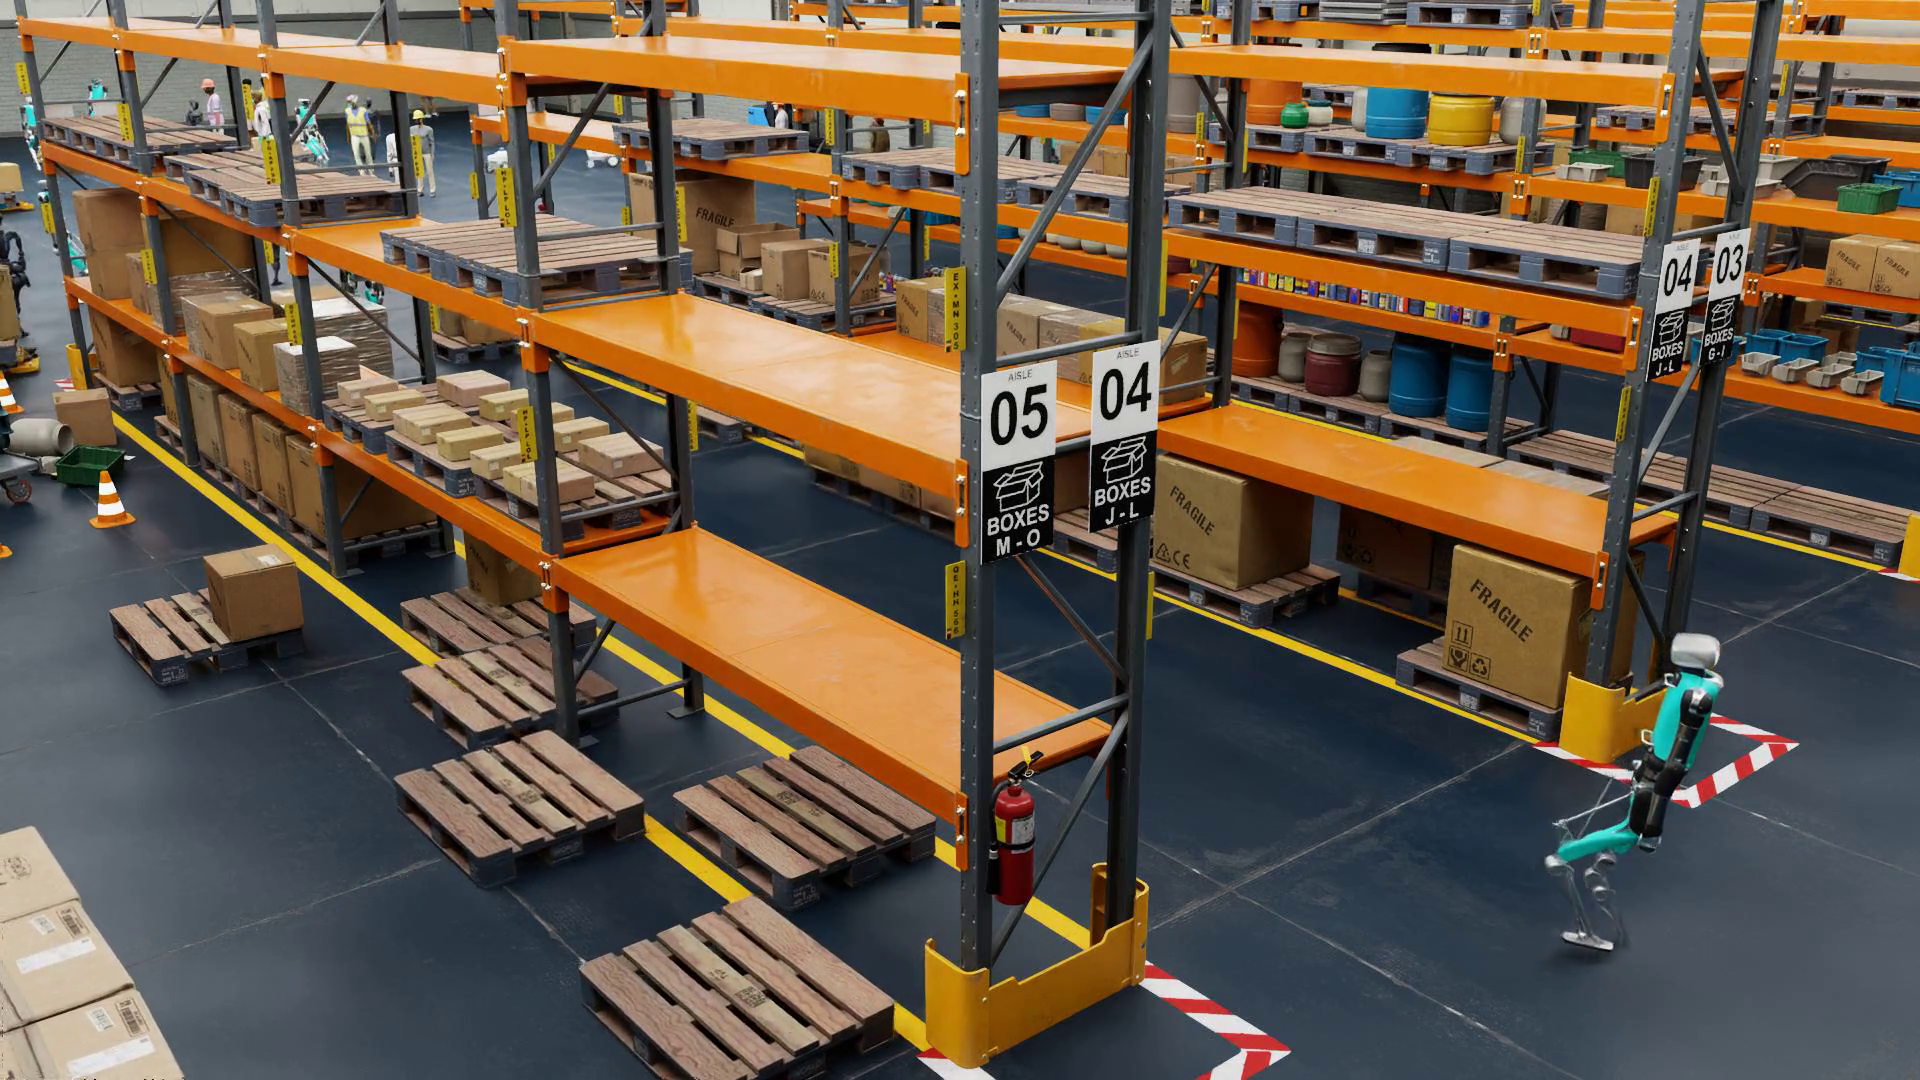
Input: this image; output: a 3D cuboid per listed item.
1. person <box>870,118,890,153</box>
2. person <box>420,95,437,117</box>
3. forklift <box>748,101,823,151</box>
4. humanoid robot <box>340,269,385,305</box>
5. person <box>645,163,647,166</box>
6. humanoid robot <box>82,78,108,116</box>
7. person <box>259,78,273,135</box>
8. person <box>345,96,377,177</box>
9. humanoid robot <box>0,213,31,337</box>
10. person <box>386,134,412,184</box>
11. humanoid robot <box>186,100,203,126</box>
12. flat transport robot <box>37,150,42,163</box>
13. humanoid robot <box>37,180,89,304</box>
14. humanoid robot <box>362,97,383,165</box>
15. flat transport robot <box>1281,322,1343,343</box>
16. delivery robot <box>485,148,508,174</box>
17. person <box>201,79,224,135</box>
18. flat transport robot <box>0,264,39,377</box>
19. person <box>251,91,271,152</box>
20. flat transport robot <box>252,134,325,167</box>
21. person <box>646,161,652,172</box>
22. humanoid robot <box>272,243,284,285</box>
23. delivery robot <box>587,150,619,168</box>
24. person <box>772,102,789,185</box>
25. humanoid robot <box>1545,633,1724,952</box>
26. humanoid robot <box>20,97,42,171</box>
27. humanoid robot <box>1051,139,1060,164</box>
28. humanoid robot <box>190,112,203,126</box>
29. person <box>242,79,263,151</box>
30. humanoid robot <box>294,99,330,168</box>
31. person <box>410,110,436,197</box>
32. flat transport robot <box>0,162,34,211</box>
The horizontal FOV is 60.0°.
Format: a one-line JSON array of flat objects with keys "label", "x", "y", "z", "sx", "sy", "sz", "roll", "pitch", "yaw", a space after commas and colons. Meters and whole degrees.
[{"label": "person", "x": -1.696, "y": -8.104, "z": 34.769, "sx": 0.548, "sy": 1.746, "sz": 0.555, "roll": -17, "pitch": 26, "yaw": -40}, {"label": "person", "x": -16.537, "y": -14.022, "z": 51.450, "sx": 0.441, "sy": 1.857, "sz": 0.695, "roll": 8, "pitch": 21, "yaw": 22}, {"label": "forklift", "x": -4.526, "y": -11.368, "z": 42.374, "sx": 1.129, "sy": 2.768, "sz": 1.873, "roll": -15, "pitch": 24, "yaw": -37}, {"label": "humanoid robot", "x": -7.362, "y": -2.979, "z": 20.371, "sx": 0.537, "sy": 1.892, "sz": 0.716, "roll": -16, "pitch": 25, "yaw": -37}, {"label": "person", "x": -6.042, "y": -7.546, "z": 33.189, "sx": 0.481, "sy": 1.740, "sz": 0.321, "roll": 3, "pitch": 20, "yaw": 9}, {"label": "humanoid robot", "x": -22.685, "y": -11.177, "z": 43.579, "sx": 0.553, "sy": 1.739, "sz": 1.060, "roll": 4, "pitch": 20, "yaw": 10}, {"label": "person", "x": -18.679, "y": -11.624, "z": 44.875, "sx": 0.411, "sy": 1.685, "sz": 0.547, "roll": -1, "pitch": 19, "yaw": -3}, {"label": "person", "x": -13.308, "y": -8.921, "z": 36.949, "sx": 0.651, "sy": 1.836, "sz": 0.913, "roll": -3, "pitch": 20, "yaw": -7}, {"label": "humanoid robot", "x": -12.509, "y": -3.475, "z": 21.794, "sx": 0.784, "sy": 1.645, "sz": 0.599, "roll": 13, "pitch": 23, "yaw": 33}, {"label": "person", "x": -10.544, "y": -7.039, "z": 31.534, "sx": 0.573, "sy": 1.884, "sz": 0.356, "roll": -3, "pitch": 20, "yaw": -9}, {"label": "humanoid robot", "x": -17.767, "y": -9.401, "z": 38.633, "sx": 0.769, "sy": 1.619, "sz": 0.609, "roll": 6, "pitch": 20, "yaw": 15}, {"label": "flat transport robot", "x": -22.180, "y": -9.392, "z": 40.666, "sx": 0.659, "sy": 0.231, "sz": 1.431, "roll": -10, "pitch": 21, "yaw": -25}, {"label": "humanoid robot", "x": -12.732, "y": -4.272, "z": 23.844, "sx": 0.699, "sy": 1.758, "sz": 0.575, "roll": -5, "pitch": 20, "yaw": -14}, {"label": "humanoid robot", "x": -13.862, "y": -9.538, "z": 38.987, "sx": 0.414, "sy": 1.637, "sz": 0.587, "roll": 18, "pitch": 26, "yaw": 41}, {"label": "flat transport robot", "x": 4.342, "y": -2.550, "z": 21.194, "sx": 0.659, "sy": 0.231, "sz": 1.431, "roll": -14, "pitch": 24, "yaw": -34}, {"label": "delivery robot", "x": -10.567, "y": -8.719, "z": 38.347, "sx": 0.499, "sy": 0.614, "sz": 0.815, "roll": 7, "pitch": 21, "yaw": 20}, {"label": "person", "x": -17.639, "y": -9.866, "z": 39.368, "sx": 0.398, "sy": 2.035, "sz": 0.598, "roll": -13, "pitch": 23, "yaw": -32}, {"label": "flat transport robot", "x": -11.832, "y": -2.091, "z": 19.887, "sx": 1.431, "sy": 0.231, "sz": 0.659, "roll": -10, "pitch": 22, "yaw": -26}, {"label": "person", "x": -15.686, "y": -9.129, "z": 37.436, "sx": 0.365, "sy": 1.915, "sz": 0.500, "roll": -10, "pitch": 22, "yaw": -27}, {"label": "flat transport robot", "x": -15.559, "y": -8.679, "z": 38.636, "sx": 0.659, "sy": 0.231, "sz": 1.431, "roll": 7, "pitch": 20, "yaw": 18}, {"label": "person", "x": -5.157, "y": -6.014, "z": 28.518, "sx": 0.374, "sy": 1.958, "sz": 0.596, "roll": 3, "pitch": 20, "yaw": 9}, {"label": "humanoid robot", "x": -10.352, "y": -4.737, "z": 25.367, "sx": 0.604, "sy": 1.630, "sz": 0.786, "roll": 3, "pitch": 20, "yaw": 8}, {"label": "delivery robot", "x": -8.489, "y": -9.131, "z": 39.470, "sx": 0.766, "sy": 0.580, "sz": 0.499, "roll": -5, "pitch": 20, "yaw": -13}, {"label": "person", "x": -3.897, "y": -8.717, "z": 36.312, "sx": 0.381, "sy": 1.891, "sz": 0.563, "roll": -2, "pitch": 19, "yaw": -5}, {"label": "humanoid robot", "x": 3.186, "y": 1.283, "z": 8.126, "sx": 0.811, "sy": 1.795, "sz": 0.542, "roll": 7, "pitch": 21, "yaw": 19}, {"label": "humanoid robot", "x": -21.070, "y": -9.205, "z": 37.921, "sx": 0.543, "sy": 1.737, "sz": 1.010, "roll": -14, "pitch": 24, "yaw": -34}, {"label": "humanoid robot", "x": 2.009, "y": -7.421, "z": 32.971, "sx": 0.865, "sy": 1.858, "sz": 0.552, "roll": -2, "pitch": 19, "yaw": -6}, {"label": "humanoid robot", "x": -16.010, "y": -8.192, "z": 35.124, "sx": 0.335, "sy": 1.643, "sz": 0.611, "roll": -1, "pitch": 19, "yaw": -3}, {"label": "person", "x": -17.883, "y": -10.711, "z": 42.025, "sx": 0.803, "sy": 1.854, "sz": 0.382, "roll": 0, "pitch": 19, "yaw": -1}, {"label": "humanoid robot", "x": -14.385, "y": -8.930, "z": 37.149, "sx": 0.794, "sy": 1.775, "sz": 0.551, "roll": 10, "pitch": 22, "yaw": 27}, {"label": "person", "x": -11.121, "y": -7.989, "z": 34.413, "sx": 0.522, "sy": 1.769, "sz": 0.315, "roll": 2, "pitch": 19, "yaw": 5}, {"label": "flat transport robot", "x": -18.969, "y": -6.504, "z": 32.447, "sx": 0.659, "sy": 0.231, "sz": 1.431, "roll": 13, "pitch": 23, "yaw": 33}]
